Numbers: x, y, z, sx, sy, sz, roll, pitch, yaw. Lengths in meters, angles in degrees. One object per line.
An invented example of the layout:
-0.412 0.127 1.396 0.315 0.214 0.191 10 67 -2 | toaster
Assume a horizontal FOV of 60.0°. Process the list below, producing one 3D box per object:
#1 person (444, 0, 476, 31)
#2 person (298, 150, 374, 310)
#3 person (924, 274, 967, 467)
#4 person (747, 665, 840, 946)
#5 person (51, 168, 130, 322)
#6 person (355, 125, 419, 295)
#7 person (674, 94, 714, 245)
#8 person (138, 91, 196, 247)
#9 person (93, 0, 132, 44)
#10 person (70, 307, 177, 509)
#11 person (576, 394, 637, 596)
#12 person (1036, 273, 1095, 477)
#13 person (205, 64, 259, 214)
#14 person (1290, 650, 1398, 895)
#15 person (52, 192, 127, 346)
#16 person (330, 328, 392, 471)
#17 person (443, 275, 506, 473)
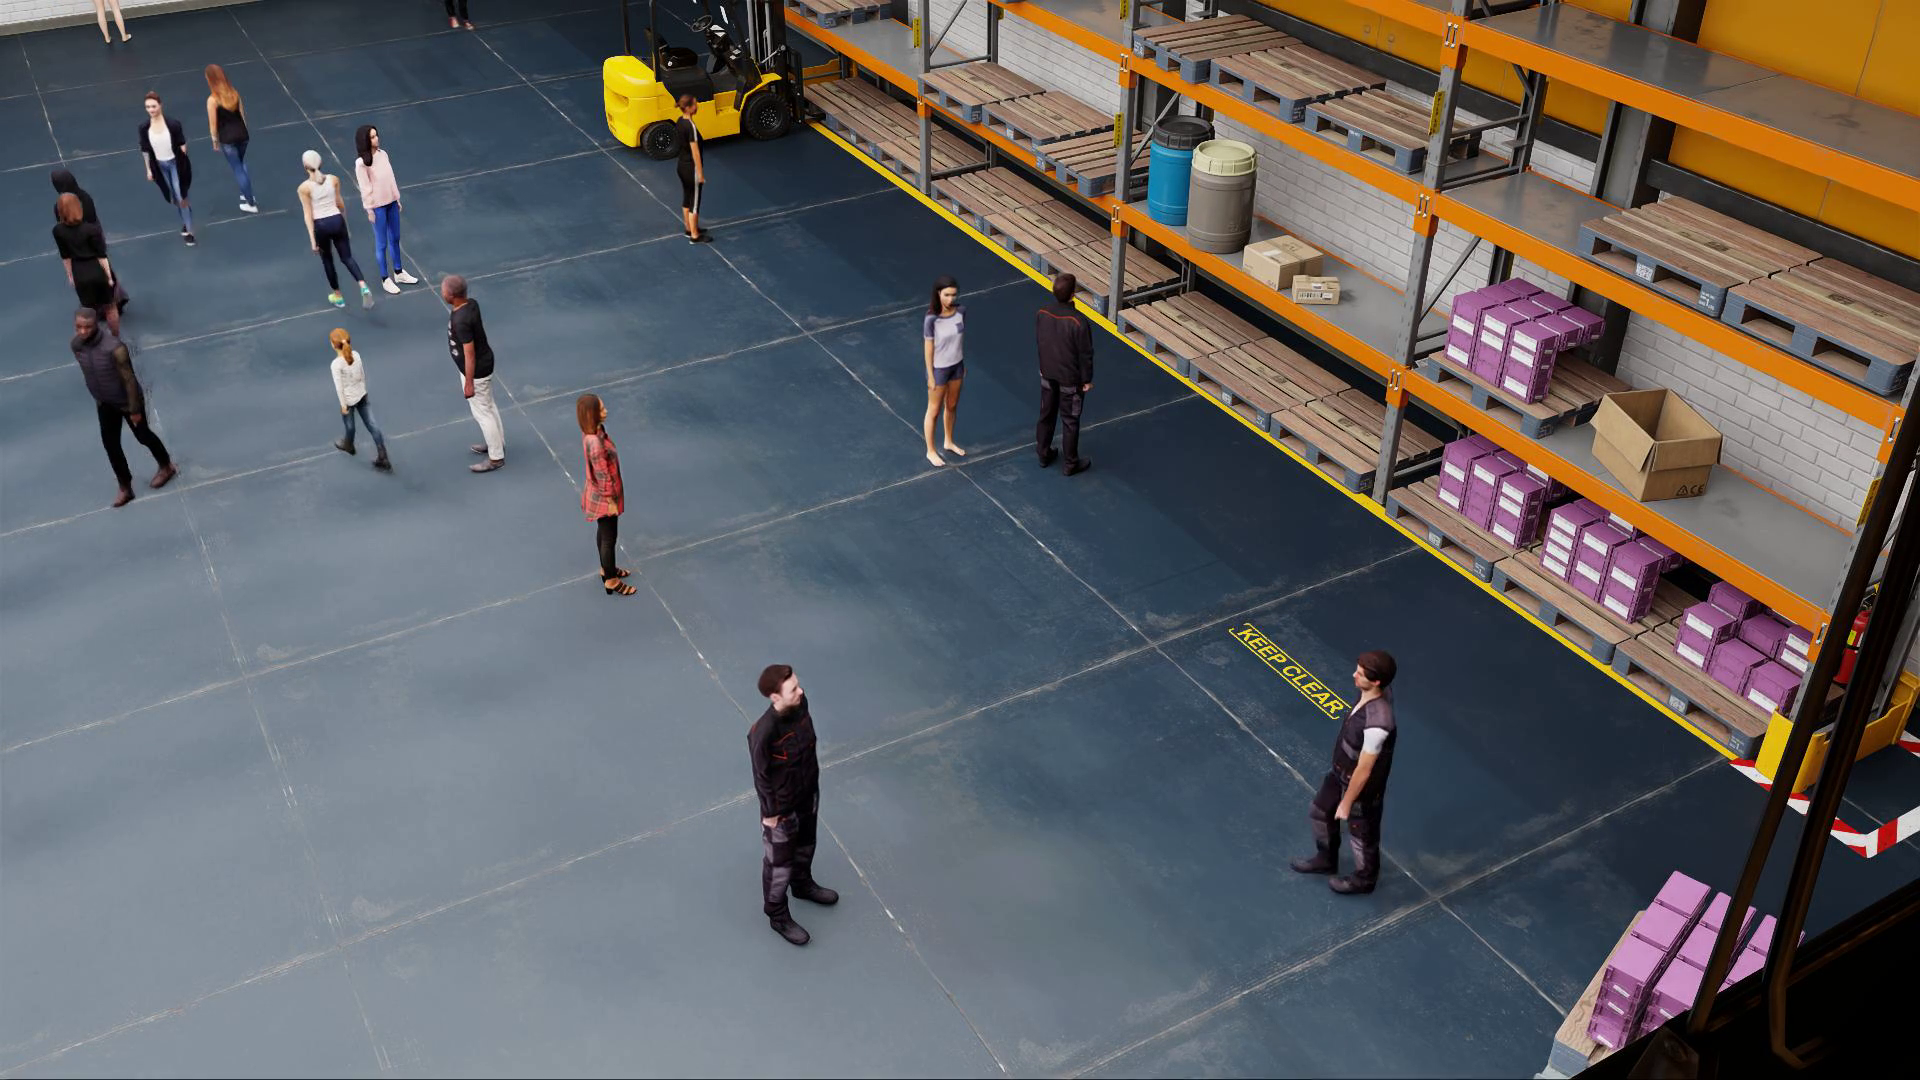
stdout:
-7.726 -8.591 25.045 0.640 1.734 0.897 -18 38 -25 | person
-6.320 -3.085 16.805 0.745 1.686 1.055 -28 42 -35 | person
-0.131 -1.486 14.357 0.618 1.732 0.567 -25 41 -32 | person
-0.993 1.492 9.707 0.790 1.920 0.782 16 37 22 | person
-8.715 -2.956 16.683 0.911 1.606 0.832 14 36 19 | person
-6.012 -3.459 17.291 0.744 1.769 0.728 15 36 21 | person
-2.983 -4.105 18.355 0.641 1.669 0.460 -16 37 -23 | person
-8.745 -4.153 18.438 0.800 1.656 0.975 -5 34 -8 | person
-12.659 -8.175 24.501 0.597 1.644 0.567 -8 34 -11 | person
-6.953 -1.187 13.852 1.043 1.793 1.116 11 35 15 | person
-2.721 -0.353 12.679 0.716 1.704 0.559 -10 35 -14 | person
0.870 -1.411 14.148 0.661 1.838 0.848 23 40 31 | person
-8.252 -4.567 19.012 0.794 1.710 0.732 16 37 23 | person
2.479 1.412 9.904 0.932 1.836 0.870 2 34 3 | person
-8.301 -2.458 15.861 0.821 1.686 0.995 -2 34 -3 | person
-5.161 -1.184 14.310 0.990 1.281 0.753 21 39 28 | person
-4.142 -1.444 14.230 0.796 1.803 0.672 -4 34 -6 | person
